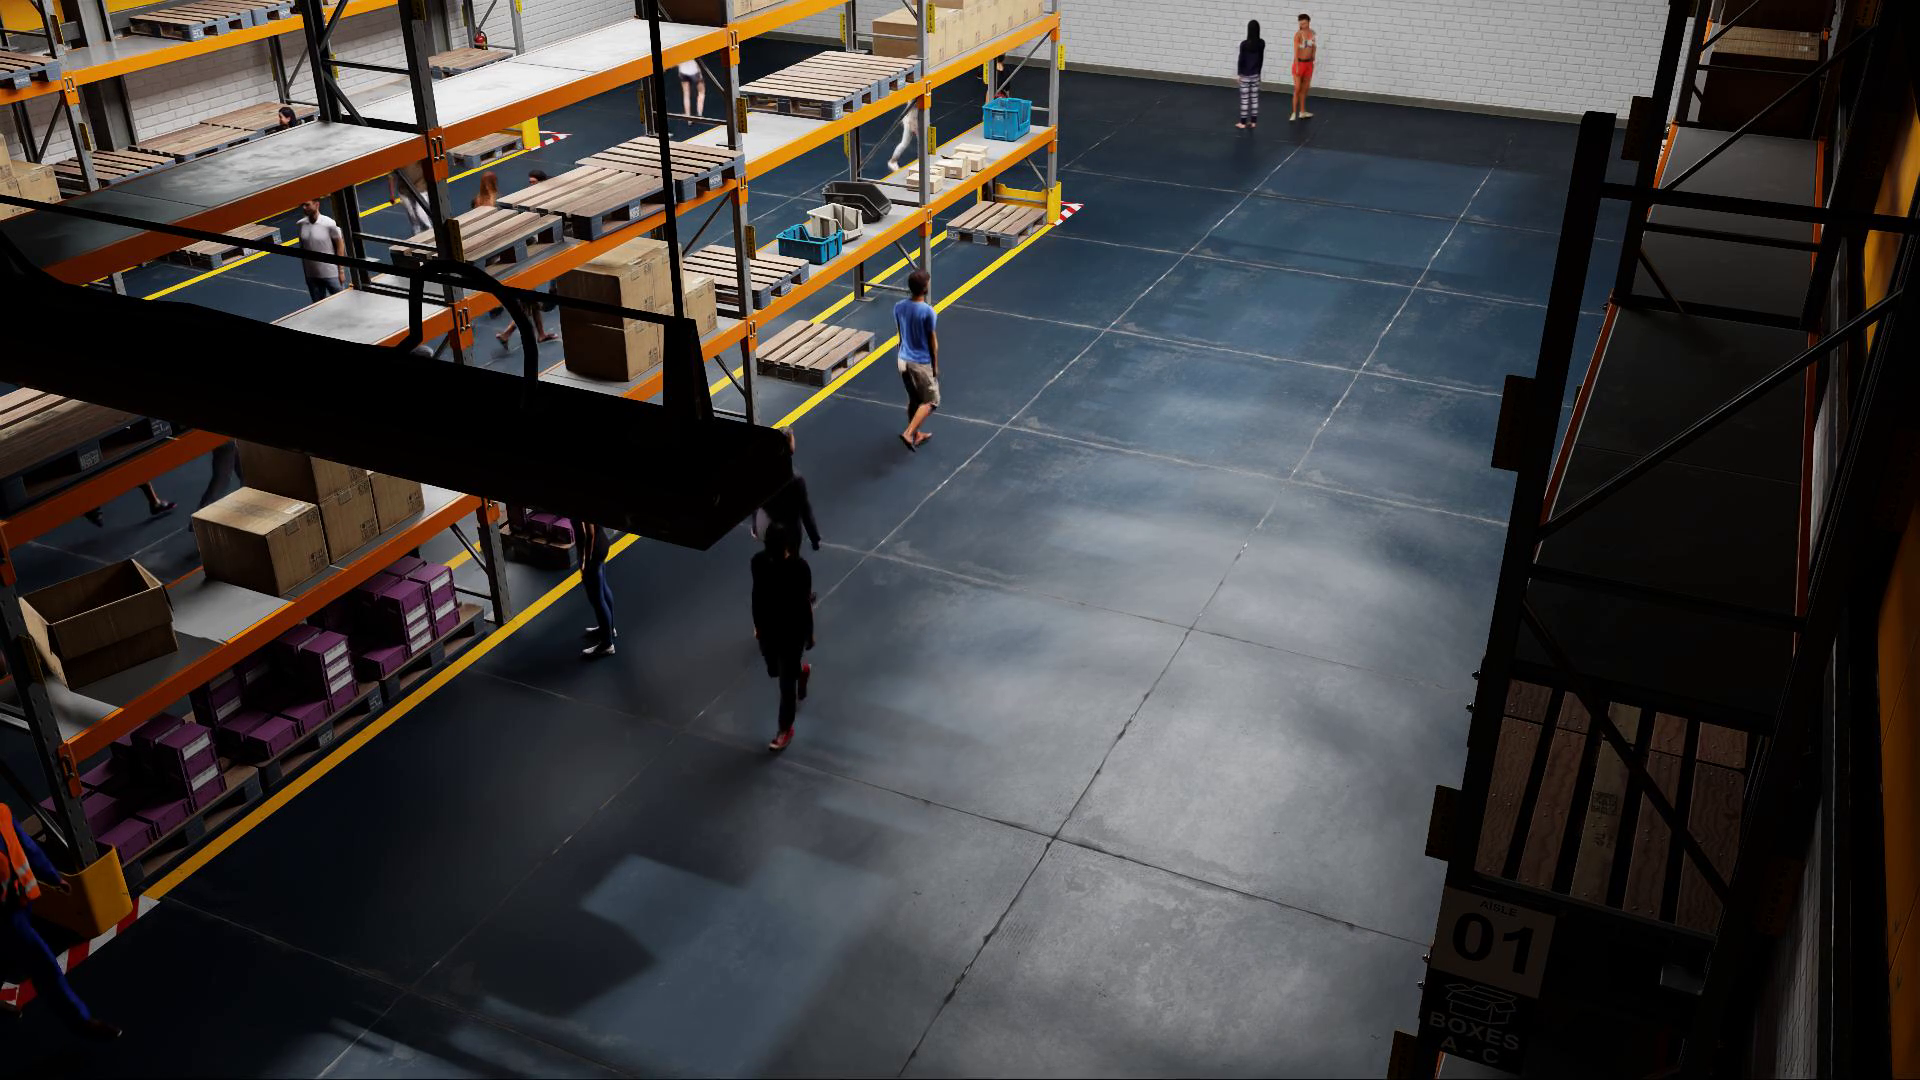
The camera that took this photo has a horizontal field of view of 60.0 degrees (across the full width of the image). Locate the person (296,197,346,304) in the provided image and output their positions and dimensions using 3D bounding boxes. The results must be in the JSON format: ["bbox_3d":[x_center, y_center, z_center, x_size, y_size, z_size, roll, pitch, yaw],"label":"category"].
[{"bbox_3d":[-7.130,-3.014,18.651,0.722,1.864,0.633,5,29,10],"label":"person"}]

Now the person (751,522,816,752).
[{"bbox_3d":[-1.255,0.620,12.123,0.655,1.737,1.047,11,31,19],"label":"person"}]

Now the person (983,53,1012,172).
[{"bbox_3d":[0.568,-6.452,24.959,0.593,1.859,0.762,-25,37,-38],"label":"person"}]

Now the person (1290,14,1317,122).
[{"bbox_3d":[5.747,-7.883,27.691,0.747,1.756,0.870,-22,36,-35],"label":"person"}]

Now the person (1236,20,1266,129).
[{"bbox_3d":[4.768,-7.646,27.280,0.670,1.734,0.714,-8,30,-14],"label":"person"}]

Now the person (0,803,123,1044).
[{"bbox_3d":[-5.444,2.077,9.361,1.041,1.824,1.250,3,29,5],"label":"person"}]

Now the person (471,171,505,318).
[{"bbox_3d":[-5.554,-3.465,19.690,0.687,1.661,1.128,8,30,14],"label":"person"}]

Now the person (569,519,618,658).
[{"bbox_3d":[-2.894,0.098,13.094,0.727,1.722,0.617,-3,29,-5],"label":"person"}]

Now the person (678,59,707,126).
[{"bbox_3d":[-4.482,-7.679,27.378,0.665,1.696,0.710,7,29,13],"label":"person"}]

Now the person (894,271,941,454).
[{"bbox_3d":[-0.475,-1.708,16.275,0.712,1.846,0.951,18,33,29],"label":"person"}]

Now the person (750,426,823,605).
[{"bbox_3d":[-1.472,-0.024,13.218,0.910,1.817,1.052,22,36,35],"label":"person"}]
